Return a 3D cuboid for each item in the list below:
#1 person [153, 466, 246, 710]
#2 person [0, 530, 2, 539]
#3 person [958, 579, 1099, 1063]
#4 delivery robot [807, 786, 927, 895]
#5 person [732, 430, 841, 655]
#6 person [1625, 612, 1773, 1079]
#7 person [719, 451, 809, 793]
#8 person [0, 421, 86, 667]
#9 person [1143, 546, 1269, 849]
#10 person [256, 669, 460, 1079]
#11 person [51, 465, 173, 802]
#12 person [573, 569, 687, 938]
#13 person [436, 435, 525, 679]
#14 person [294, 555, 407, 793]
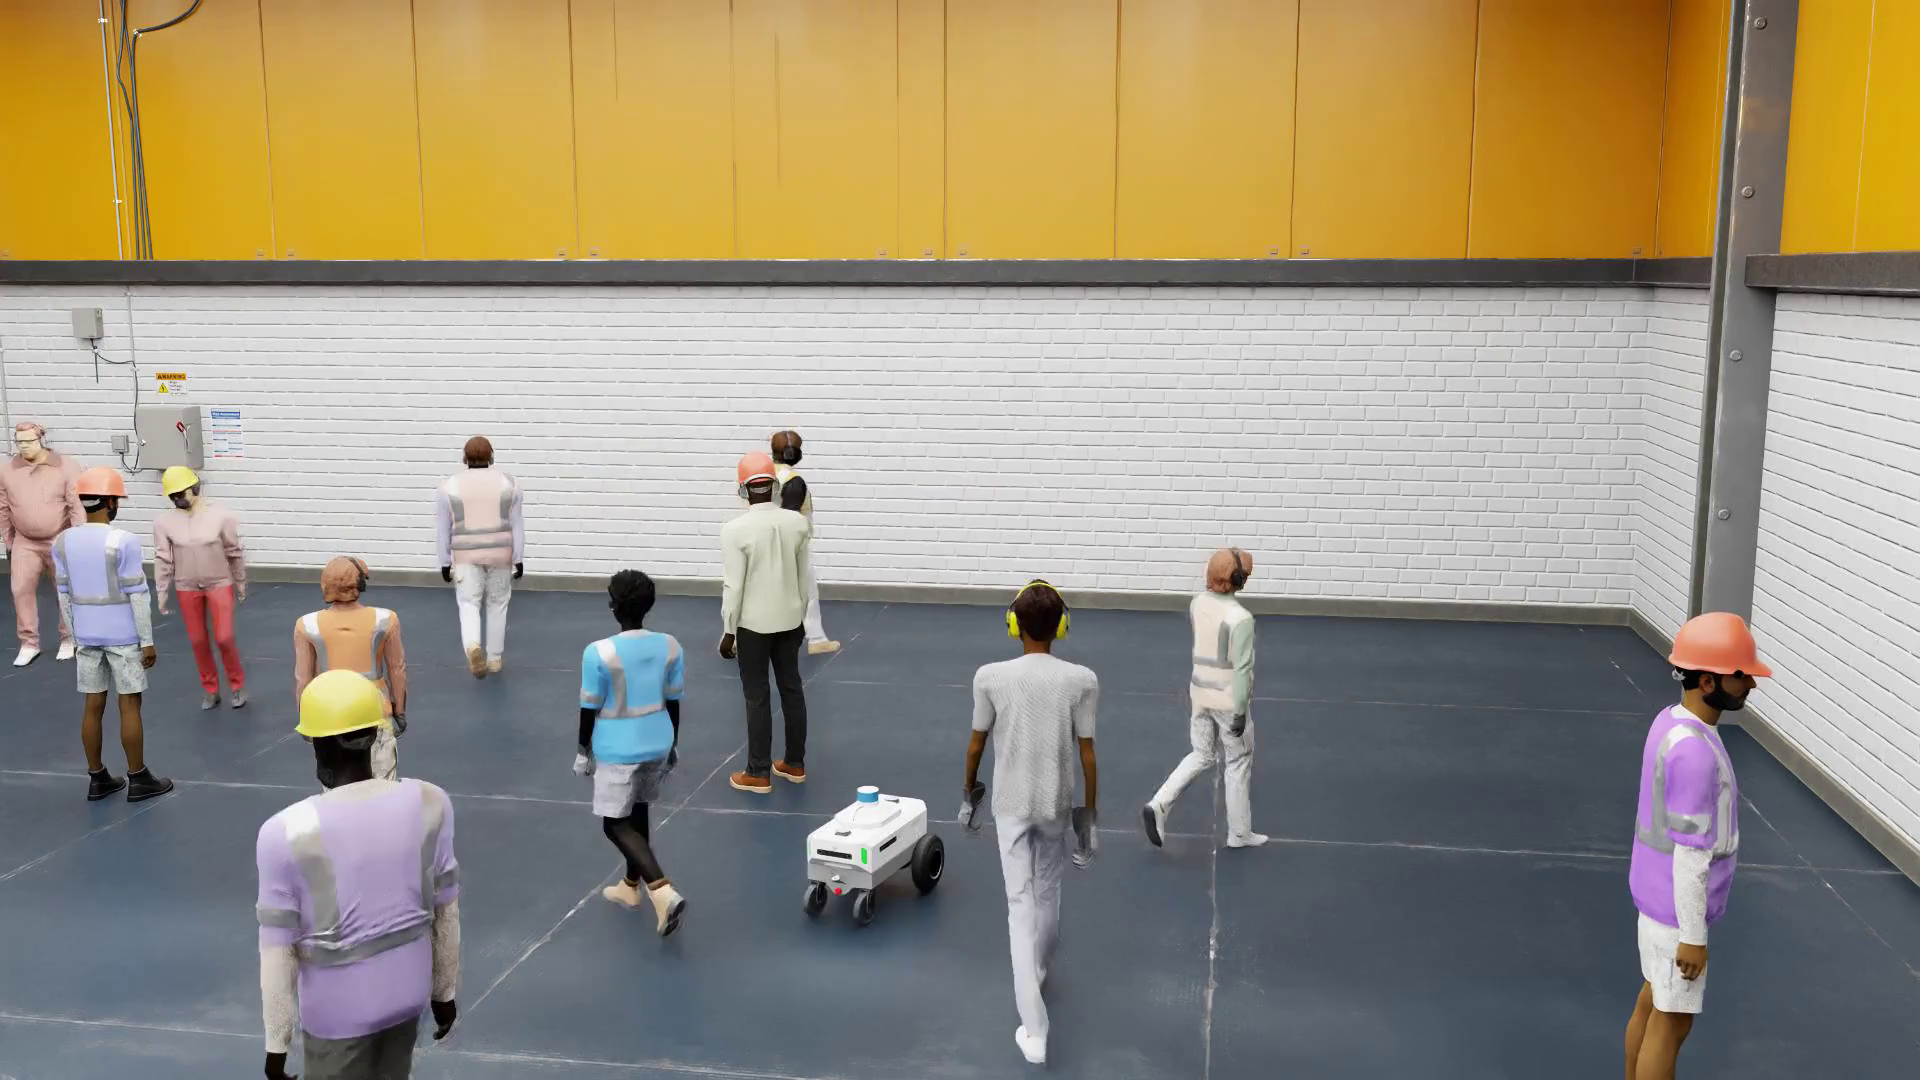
[{"bbox_3d":[-5.194,0.336,11.380,0.541,1.726,0.523,-2,10,-14],"label":"person"},{"bbox_3d":[-8.576,-0.092,14.335,0.521,1.628,0.427,-2,9,-12],"label":"person"},{"bbox_3d":[0.266,1.057,6.663,0.516,1.825,0.958,-2,9,-9],"label":"person"},{"bbox_3d":[-0.440,1.426,7.980,0.477,0.478,0.707,4,10,24],"label":"delivery robot"},{"bbox_3d":[-1.417,0.037,13.017,0.924,1.812,0.631,-6,11,-33],"label":"person"},{"bbox_3d":[2.413,1.187,5.494,0.379,1.937,0.547,3,10,17],"label":"person"},{"bbox_3d":[-1.147,0.476,9.708,0.612,1.991,0.392,-9,13,-43],"label":"person"},{"bbox_3d":[-7.064,0.029,12.799,0.662,1.882,0.669,-2,9,-12],"label":"person"},{"bbox_3d":[1.300,0.836,8.621,0.657,1.619,0.518,-5,11,-29],"label":"person"},{"bbox_3d":[-1.682,1.319,4.780,0.647,1.905,0.598,8,12,40],"label":"person"},{"bbox_3d":[-4.847,0.539,9.502,0.543,1.934,0.362,2,9,9],"label":"person"},{"bbox_3d":[-1.463,0.969,7.636,0.736,1.675,0.534,8,12,41],"label":"person"},{"bbox_3d":[-3.545,0.135,12.349,0.631,1.822,0.733,-3,10,-18],"label":"person"},{"bbox_3d":[-3.002,0.893,8.235,0.517,1.636,0.314,-3,10,-20],"label":"person"}]
